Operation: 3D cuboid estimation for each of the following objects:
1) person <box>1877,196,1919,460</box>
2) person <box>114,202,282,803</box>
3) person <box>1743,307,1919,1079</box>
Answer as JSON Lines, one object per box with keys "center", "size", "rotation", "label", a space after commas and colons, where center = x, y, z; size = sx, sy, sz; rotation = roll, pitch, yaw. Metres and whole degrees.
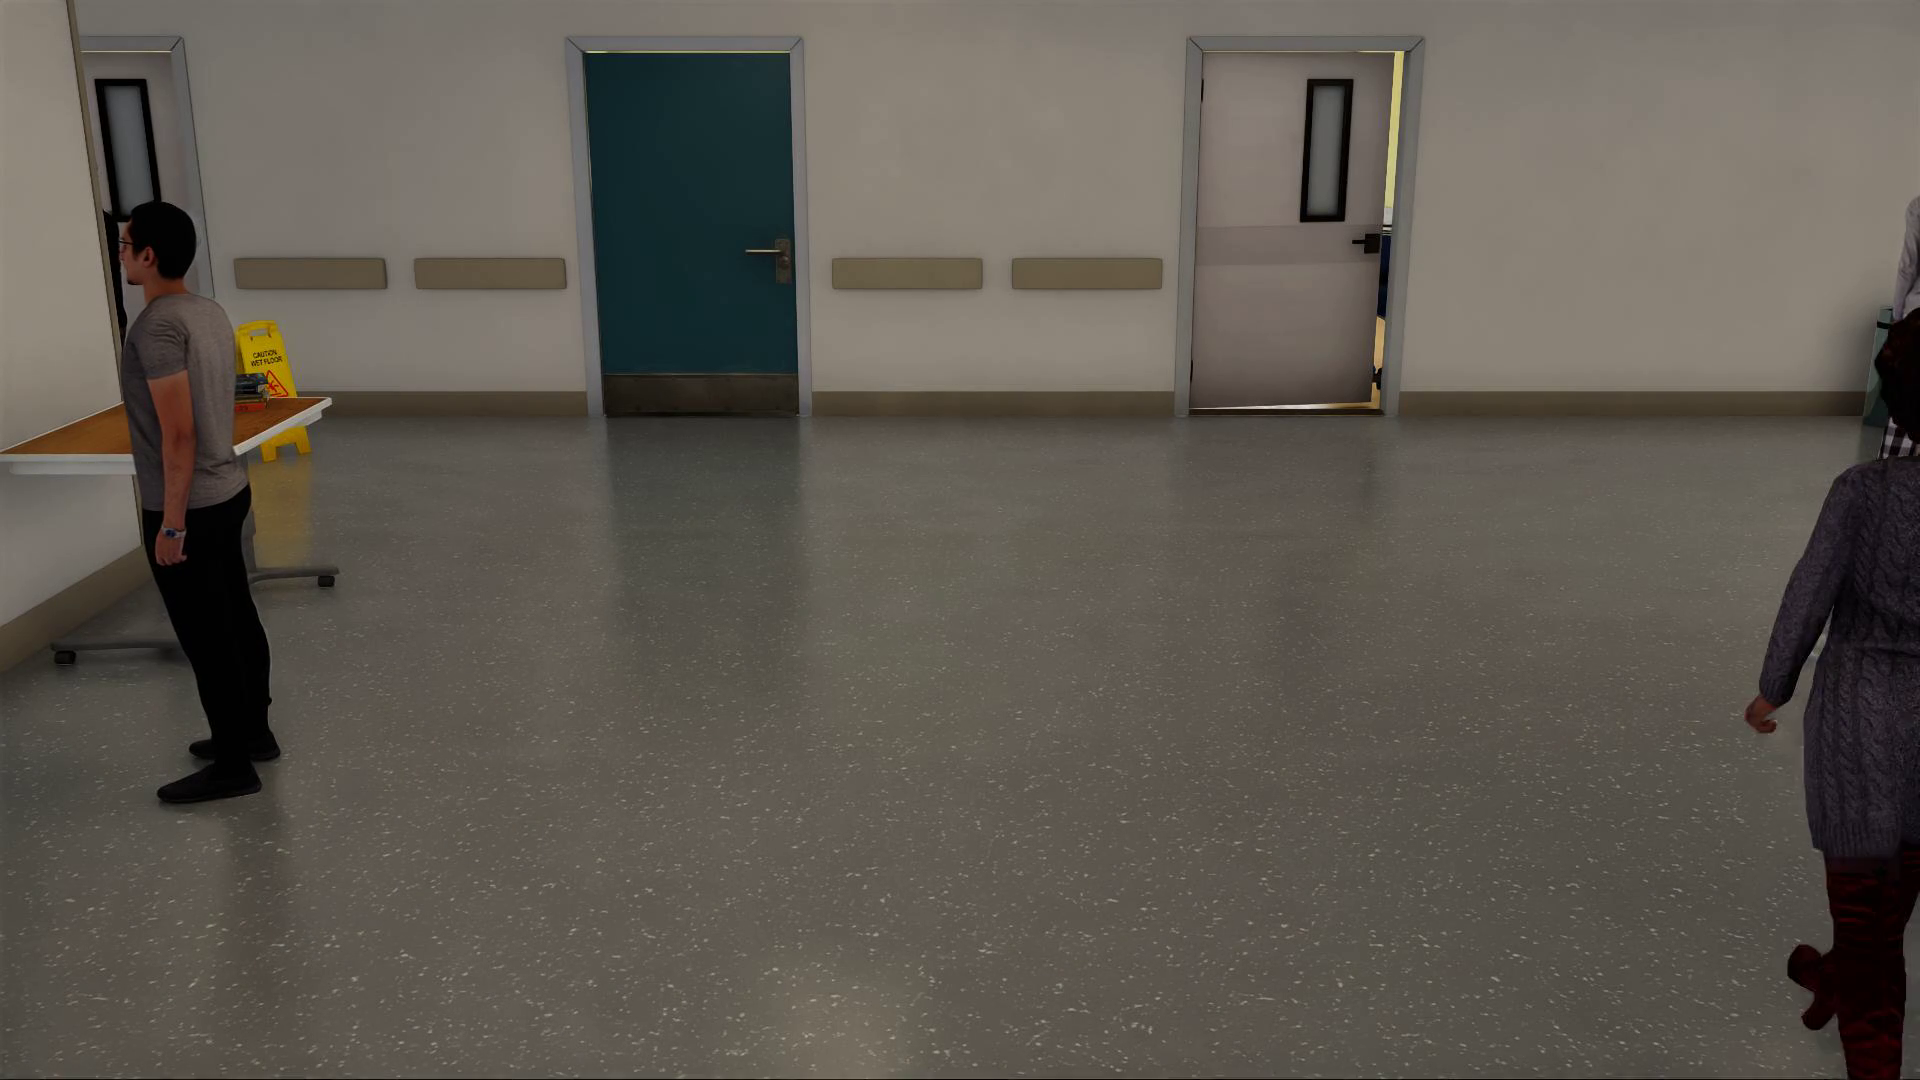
{"center": [4.862, -1.088, 8.205], "size": [0.668, 1.847, 0.766], "rotation": [11, 19, 34], "label": "person"}
{"center": [-2.262, -0.113, 4.920], "size": [0.574, 1.754, 0.653], "rotation": [-2, 16, -8], "label": "person"}
{"center": [1.782, 0.437, 3.119], "size": [1.039, 1.672, 0.785], "rotation": [3, 16, 9], "label": "person"}
